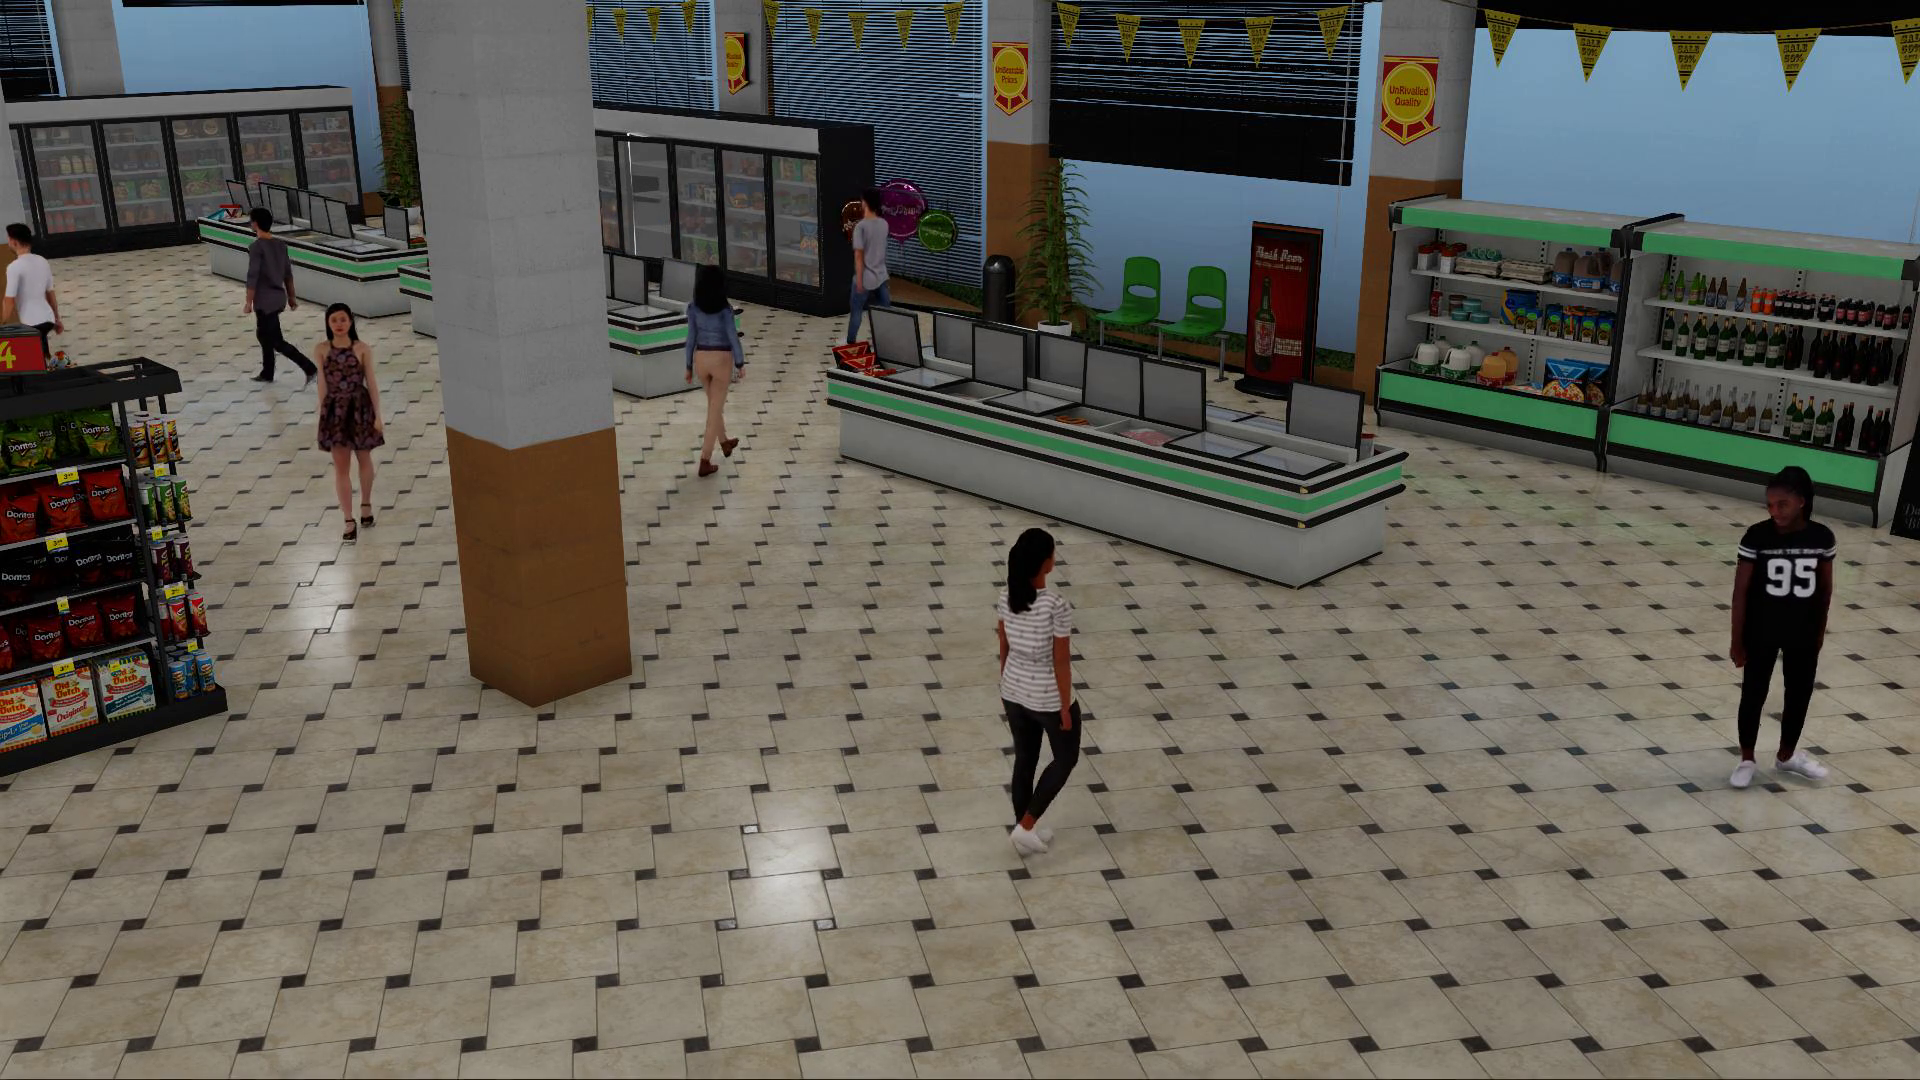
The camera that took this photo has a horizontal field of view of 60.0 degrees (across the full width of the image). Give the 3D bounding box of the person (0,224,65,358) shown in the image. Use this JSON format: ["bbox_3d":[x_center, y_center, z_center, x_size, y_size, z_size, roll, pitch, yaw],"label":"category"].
[{"bbox_3d":[-8.697,-2.067,15.795,0.904,1.838,0.849,2,19,6],"label":"person"}]

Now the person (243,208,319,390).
[{"bbox_3d":[-6.895,-2.393,16.811,1.271,1.806,1.105,3,19,10],"label":"person"}]

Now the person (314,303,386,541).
[{"bbox_3d":[-4.575,-0.911,12.513,0.924,1.746,1.091,-5,19,-14],"label":"person"}]

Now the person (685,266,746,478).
[{"bbox_3d":[-2.099,-1.377,13.899,1.066,1.742,0.930,7,20,21],"label":"person"}]

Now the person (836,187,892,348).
[{"bbox_3d":[-0.904,-2.854,18.132,0.686,1.837,1.189,-17,25,-41],"label":"person"}]

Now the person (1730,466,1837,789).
[{"bbox_3d":[4.194,0.464,8.483,0.826,1.715,0.928,-2,19,-6],"label":"person"}]

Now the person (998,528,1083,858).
[{"bbox_3d":[0.311,0.759,7.732,0.600,1.635,0.669,15,24,38],"label":"person"}]
